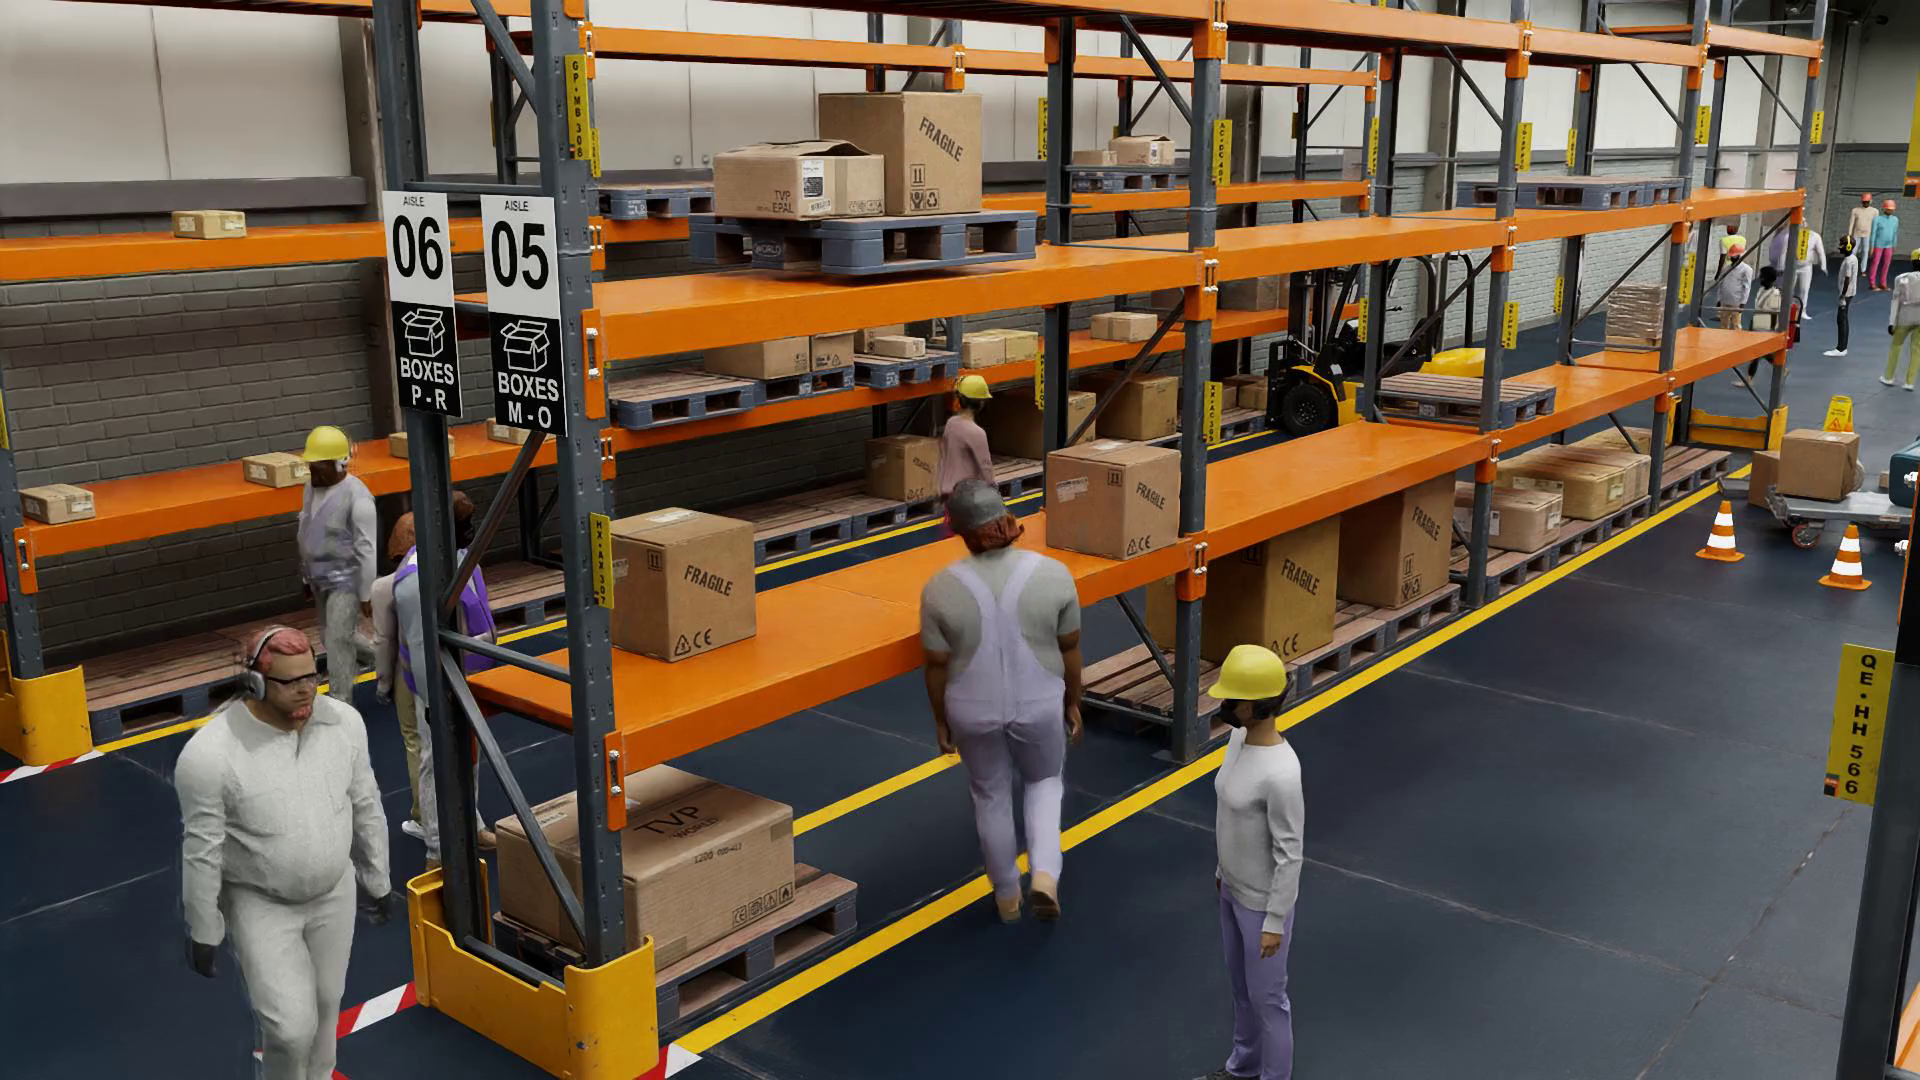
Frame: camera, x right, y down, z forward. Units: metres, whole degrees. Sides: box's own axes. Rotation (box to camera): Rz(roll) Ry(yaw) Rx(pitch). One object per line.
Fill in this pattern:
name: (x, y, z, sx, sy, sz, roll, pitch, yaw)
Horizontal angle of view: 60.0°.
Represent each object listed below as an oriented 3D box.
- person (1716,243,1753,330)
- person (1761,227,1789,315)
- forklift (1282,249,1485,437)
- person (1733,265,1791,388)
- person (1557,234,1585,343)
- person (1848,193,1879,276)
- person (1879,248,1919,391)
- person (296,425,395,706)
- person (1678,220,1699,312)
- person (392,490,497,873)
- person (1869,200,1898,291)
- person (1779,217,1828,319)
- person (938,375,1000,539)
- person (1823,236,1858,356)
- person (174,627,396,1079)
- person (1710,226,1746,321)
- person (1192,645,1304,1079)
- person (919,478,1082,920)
person: (11.986, -3.727, 25.838, 0.326, 1.751, 0.561, -6, 15, -23)
person: (15.600, -5.226, 31.664, 0.527, 1.878, 0.770, 0, 14, 2)
forklift: (4.886, -2.214, 18.767, 2.313, 2.155, 1.214, 11, 18, 38)
person: (10.994, -2.901, 22.622, 0.720, 1.667, 0.533, 2, 14, 8)
person: (10.091, -4.163, 27.373, 0.310, 1.869, 0.531, 12, 18, 41)
person: (21.830, -7.387, 40.241, 0.623, 1.992, 0.397, 6, 15, 23)
person: (12.915, -3.007, 22.612, 0.607, 1.889, 0.836, 4, 14, 15)
person: (-3.560, 0.209, 9.684, 0.600, 1.811, 0.724, 12, 18, 40)
person: (14.089, -5.330, 32.137, 0.608, 1.864, 0.577, -2, 14, -8)
person: (-2.377, 0.665, 7.802, 0.429, 1.837, 0.627, 1, 14, 5)
person: (20.248, -6.448, 36.450, 0.625, 1.984, 0.410, -2, 14, -9)
person: (15.726, -5.058, 31.003, 0.822, 1.888, 0.446, 7, 15, 27)
person: (0.115, -0.334, 12.064, 0.877, 1.720, 0.545, -6, 15, -23)
person: (13.743, -3.789, 25.876, 0.334, 1.860, 0.509, 8, 16, 30)
person: (-2.176, 1.197, 5.504, 0.520, 1.886, 0.676, 10, 17, 36)
person: (14.172, -4.950, 30.624, 0.568, 1.845, 0.386, -6, 15, -23)
person: (0.989, 1.208, 5.721, 0.317, 1.766, 0.535, -3, 14, -10)
person: (0.178, 0.697, 7.232, 0.712, 2.000, 0.596, 0, 14, 0)
